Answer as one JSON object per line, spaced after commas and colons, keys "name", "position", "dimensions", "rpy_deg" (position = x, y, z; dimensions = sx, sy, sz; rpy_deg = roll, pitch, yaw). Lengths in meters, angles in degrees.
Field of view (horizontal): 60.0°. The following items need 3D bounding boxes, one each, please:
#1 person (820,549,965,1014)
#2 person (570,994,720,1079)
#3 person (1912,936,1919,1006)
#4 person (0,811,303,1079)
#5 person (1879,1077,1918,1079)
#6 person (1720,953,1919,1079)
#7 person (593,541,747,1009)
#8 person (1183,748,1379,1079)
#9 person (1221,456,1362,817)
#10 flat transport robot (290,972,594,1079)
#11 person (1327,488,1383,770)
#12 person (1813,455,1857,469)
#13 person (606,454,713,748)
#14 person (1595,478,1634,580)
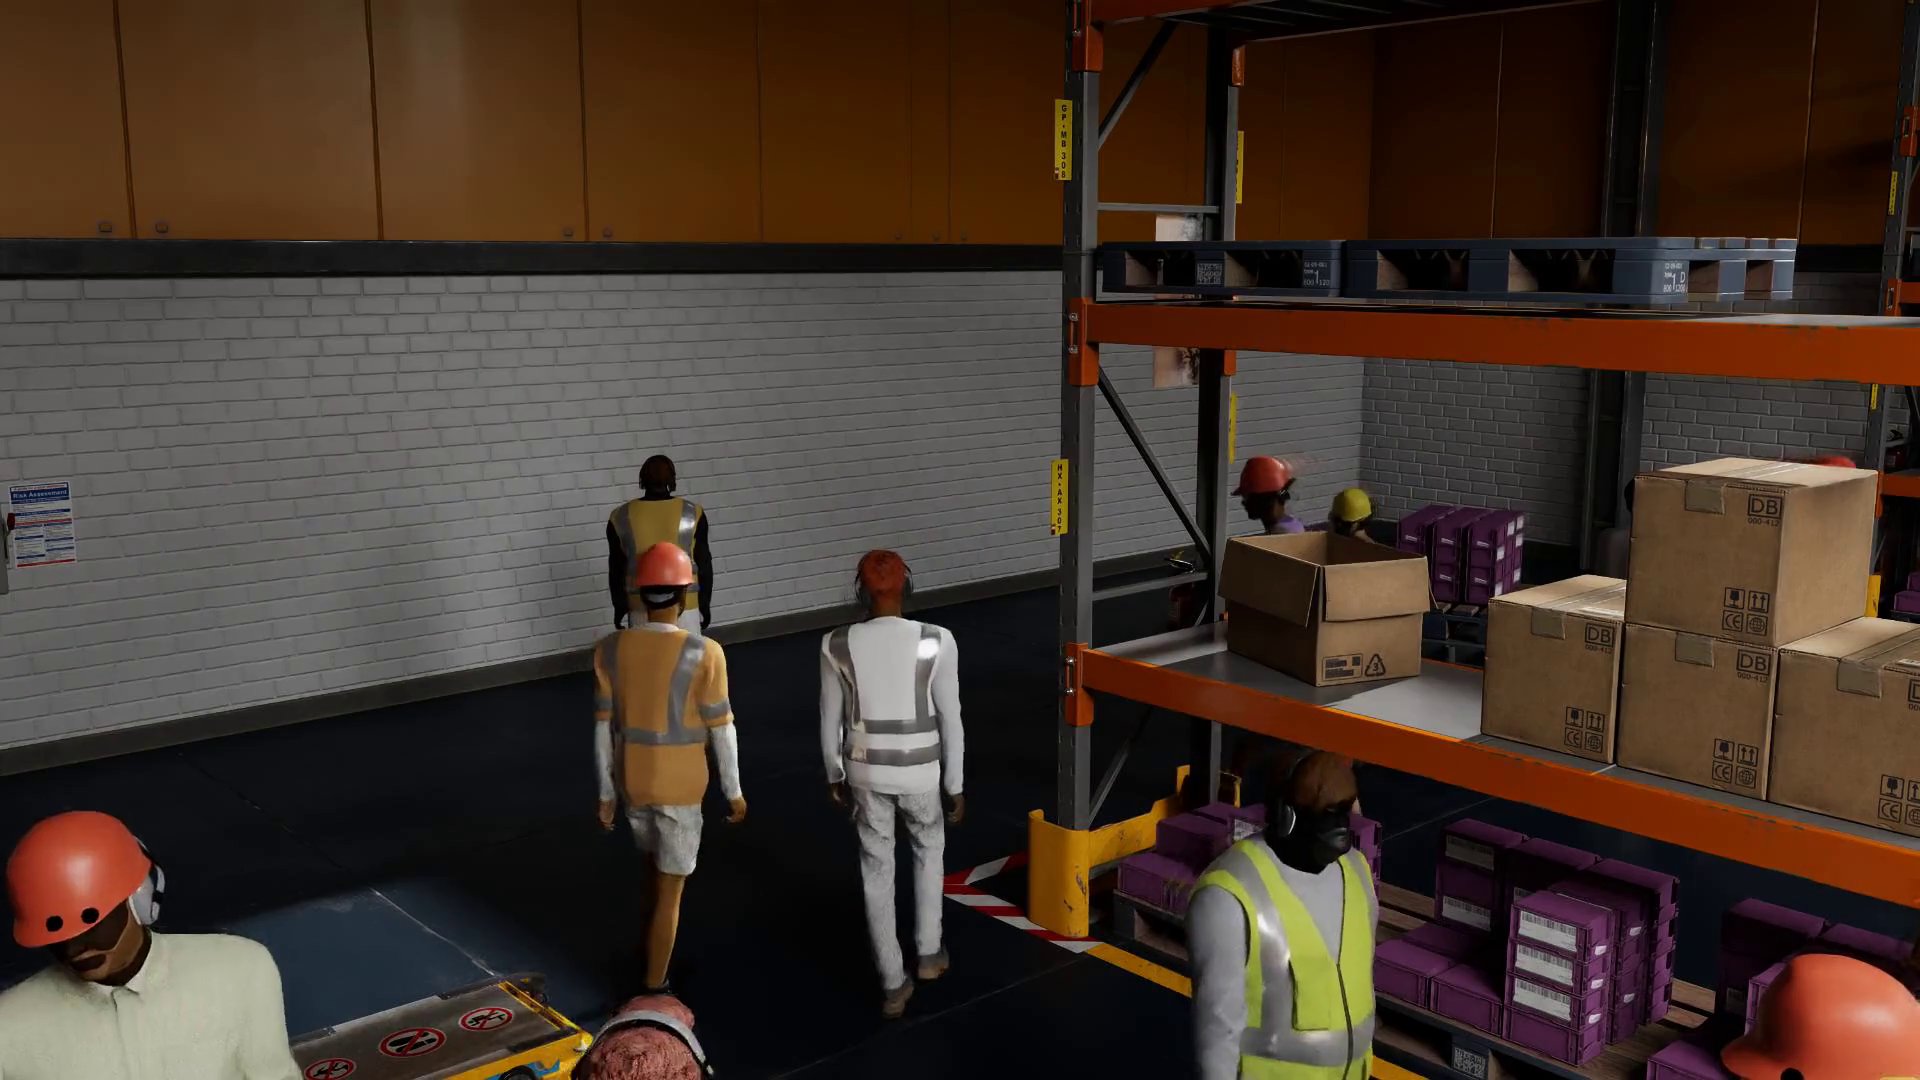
{"name": "person", "position": [-0.271, 0.949, 6.838], "dimensions": [0.601, 1.859, 0.717], "rpy_deg": [1, 10, 5]}
{"name": "person", "position": [-0.538, 1.663, 2.676], "dimensions": [0.653, 1.870, 0.968], "rpy_deg": [1, 10, 5]}
{"name": "person", "position": [2.285, 1.578, 3.834], "dimensions": [0.517, 1.621, 0.360], "rpy_deg": [-7, 12, -34]}
{"name": "person", "position": [-1.680, 1.467, 3.495], "dimensions": [0.642, 1.969, 0.565], "rpy_deg": [-6, 11, -30]}
{"name": "person", "position": [1.387, 1.677, 2.773], "dimensions": [0.593, 1.806, 0.832], "rpy_deg": [-4, 10, -21]}
{"name": "person", "position": [1.410, 1.610, 2.762], "dimensions": [0.377, 1.932, 0.552], "rpy_deg": [2, 10, 11]}
{"name": "person", "position": [-1.134, 0.954, 6.665], "dimensions": [0.551, 1.909, 0.736], "rpy_deg": [4, 11, 23]}
{"name": "person", "position": [0.798, 1.399, 4.360], "dimensions": [0.626, 1.816, 0.786], "rpy_deg": [-6, 11, -32]}
{"name": "person", "position": [1.727, 0.543, 8.904], "dimensions": [1.012, 1.981, 0.608], "rpy_deg": [2, 10, 14]}
{"name": "flat transport robot", "position": [-2.018, 1.903, 5.912], "dimensions": [1.431, 0.197, 0.652], "rpy_deg": [-8, 13, -41]}
{"name": "person", "position": [2.279, 0.548, 9.609], "dimensions": [0.626, 1.718, 0.531], "rpy_deg": [0, 10, -1]}
{"name": "person", "position": [4.692, 0.489, 9.311], "dimensions": [1.002, 1.954, 0.617], "rpy_deg": [5, 11, 27]}
{"name": "person", "position": [-1.808, 0.400, 10.120], "dimensions": [0.619, 1.845, 0.430], "rpy_deg": [-1, 10, -4]}
{"name": "person", "position": [3.673, 0.565, 9.071], "dimensions": [0.312, 1.869, 0.536], "rpy_deg": [-4, 11, -24]}
